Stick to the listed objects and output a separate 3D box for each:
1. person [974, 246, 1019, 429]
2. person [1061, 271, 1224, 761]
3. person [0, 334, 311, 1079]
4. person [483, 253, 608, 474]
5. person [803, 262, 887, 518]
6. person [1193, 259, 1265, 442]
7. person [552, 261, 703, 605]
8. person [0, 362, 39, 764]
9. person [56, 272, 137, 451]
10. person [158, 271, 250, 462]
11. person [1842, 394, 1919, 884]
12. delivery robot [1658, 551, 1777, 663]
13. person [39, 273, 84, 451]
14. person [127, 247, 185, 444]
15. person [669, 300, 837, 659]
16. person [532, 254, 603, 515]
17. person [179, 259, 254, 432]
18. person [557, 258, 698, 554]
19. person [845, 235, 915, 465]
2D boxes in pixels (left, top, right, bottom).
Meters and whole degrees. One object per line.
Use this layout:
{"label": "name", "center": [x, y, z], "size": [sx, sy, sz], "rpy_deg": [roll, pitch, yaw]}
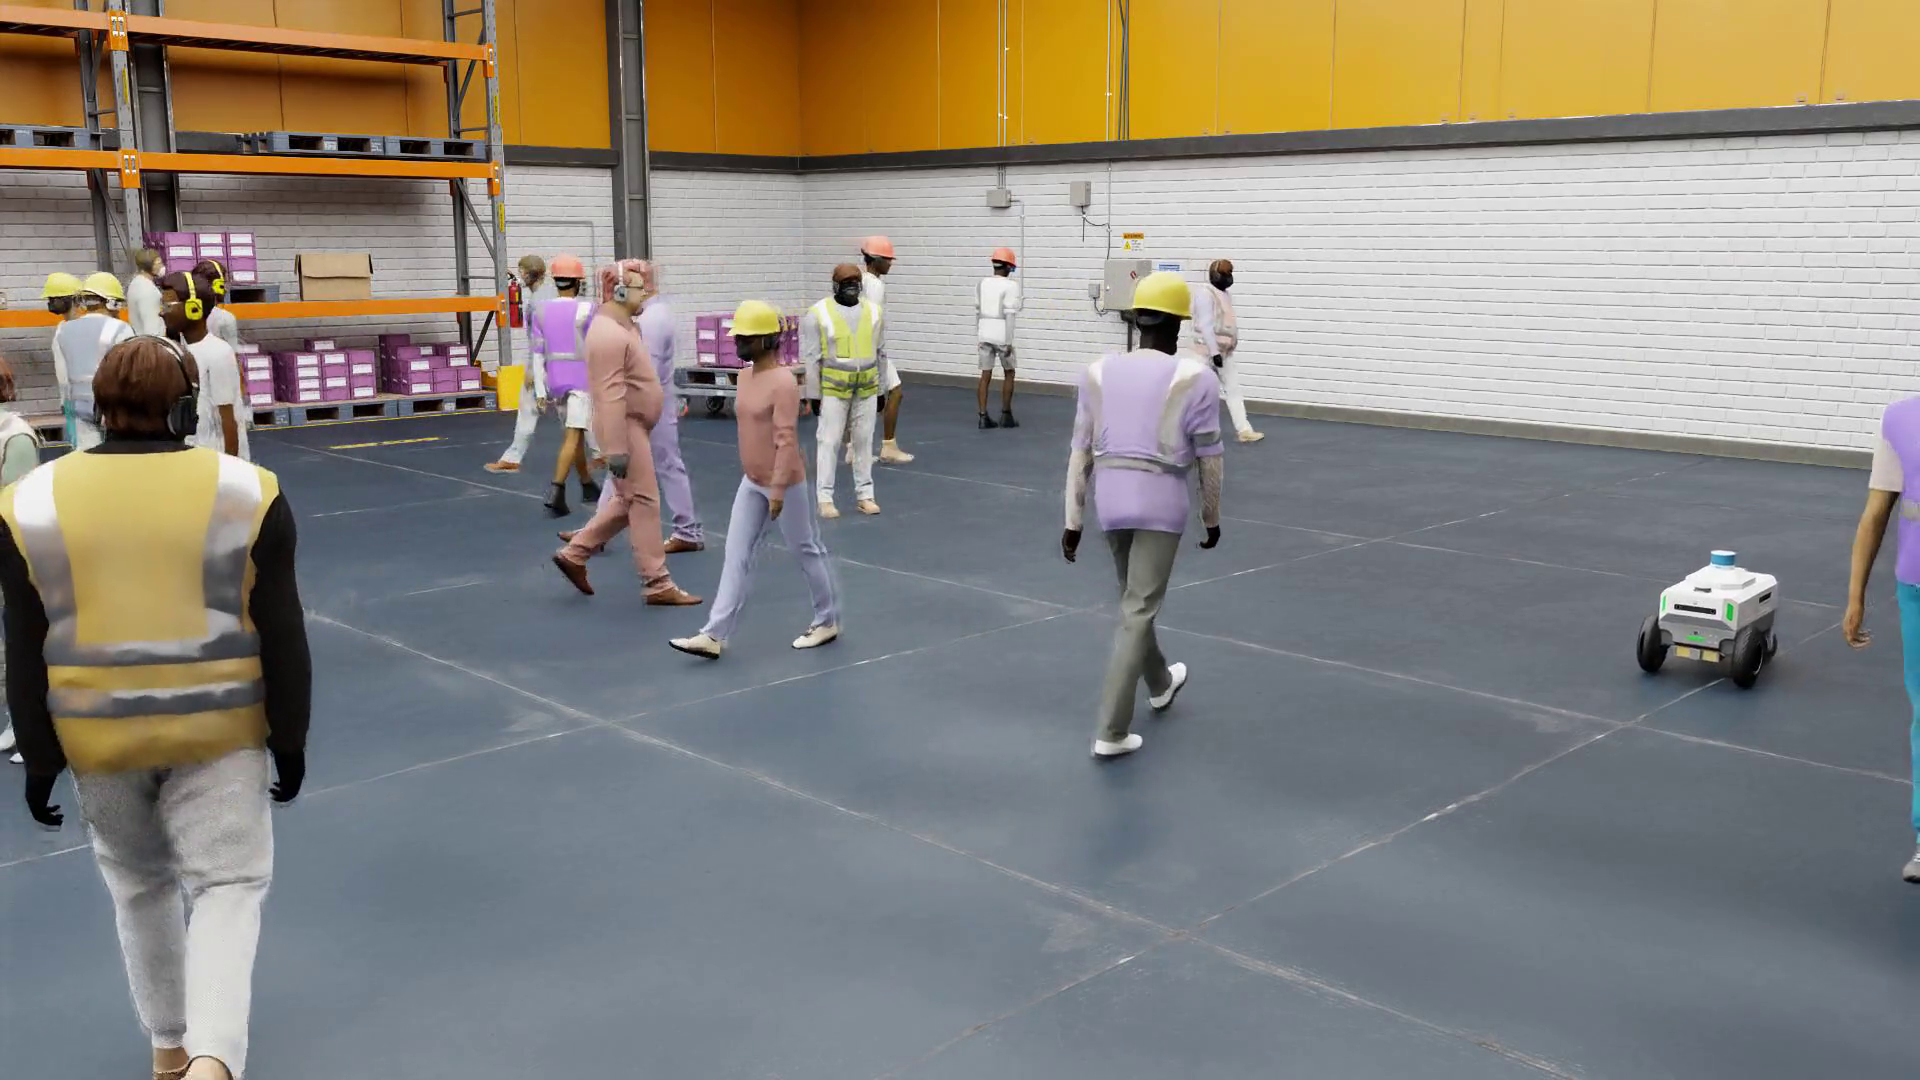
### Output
{"label": "person", "center": [0.389, -2.113, 17.445], "size": [0.581, 1.913, 0.464], "rpy_deg": [7, 13, 34]}
{"label": "person", "center": [0.771, -0.120, 6.641], "size": [0.590, 1.866, 0.979], "rpy_deg": [7, 13, 35]}
{"label": "person", "center": [-1.778, 0.454, 3.714], "size": [0.625, 1.814, 0.837], "rpy_deg": [-3, 11, -16]}
{"label": "person", "center": [-3.462, -1.477, 14.057], "size": [1.088, 1.875, 0.652], "rpy_deg": [-2, 11, -13]}
{"label": "person", "center": [-0.809, -1.073, 11.980], "size": [0.625, 1.834, 0.432], "rpy_deg": [-5, 11, -24]}
{"label": "person", "center": [2.501, -1.861, 16.398], "size": [1.010, 1.797, 0.620], "rpy_deg": [8, 13, 37]}
{"label": "person", "center": [-1.843, -0.568, 9.070], "size": [0.781, 1.887, 0.664], "rpy_deg": [-1, 10, -7]}
{"label": "person", "center": [-3.636, 0.065, 6.329], "size": [0.523, 1.615, 0.366], "rpy_deg": [5, 12, 26]}
{"label": "person", "center": [-5.527, -0.852, 10.906], "size": [0.603, 1.771, 0.948], "rpy_deg": [3, 11, 15]}
{"label": "person", "center": [-3.466, -0.297, 7.663], "size": [0.396, 1.856, 0.533], "rpy_deg": [-7, 13, -34]}
{"label": "person", "center": [3.005, 0.202, 5.032], "size": [0.654, 1.819, 0.614], "rpy_deg": [-10, 14, -43]}
{"label": "delivery robot", "center": [3.535, 0.293, 7.744], "size": [0.477, 0.478, 0.707], "rpy_deg": [9, 14, 40]}
{"label": "person", "center": [-6.167, -0.975, 11.618], "size": [0.530, 1.765, 0.326], "rpy_deg": [10, 14, 42]}
{"label": "person", "center": [-7.518, -1.732, 15.321], "size": [0.687, 1.919, 0.639], "rpy_deg": [-6, 12, -28]}
{"label": "person", "center": [-0.949, -0.279, 7.934], "size": [0.923, 1.708, 0.540], "rpy_deg": [-9, 13, -39]}
{"label": "person", "center": [-2.887, -1.151, 12.253], "size": [0.541, 1.897, 1.019], "rpy_deg": [3, 11, 18]}
{"label": "person", "center": [-4.829, -0.887, 10.865], "size": [0.509, 1.867, 0.328], "rpy_deg": [4, 11, 23]}
{"label": "person", "center": [-2.103, -0.817, 10.454], "size": [0.933, 1.864, 0.679], "rpy_deg": [-4, 11, -21]}
{"label": "person", "center": [-0.694, -1.654, 14.640], "size": [0.768, 2.011, 0.634], "rpy_deg": [-5, 11, -23]}
